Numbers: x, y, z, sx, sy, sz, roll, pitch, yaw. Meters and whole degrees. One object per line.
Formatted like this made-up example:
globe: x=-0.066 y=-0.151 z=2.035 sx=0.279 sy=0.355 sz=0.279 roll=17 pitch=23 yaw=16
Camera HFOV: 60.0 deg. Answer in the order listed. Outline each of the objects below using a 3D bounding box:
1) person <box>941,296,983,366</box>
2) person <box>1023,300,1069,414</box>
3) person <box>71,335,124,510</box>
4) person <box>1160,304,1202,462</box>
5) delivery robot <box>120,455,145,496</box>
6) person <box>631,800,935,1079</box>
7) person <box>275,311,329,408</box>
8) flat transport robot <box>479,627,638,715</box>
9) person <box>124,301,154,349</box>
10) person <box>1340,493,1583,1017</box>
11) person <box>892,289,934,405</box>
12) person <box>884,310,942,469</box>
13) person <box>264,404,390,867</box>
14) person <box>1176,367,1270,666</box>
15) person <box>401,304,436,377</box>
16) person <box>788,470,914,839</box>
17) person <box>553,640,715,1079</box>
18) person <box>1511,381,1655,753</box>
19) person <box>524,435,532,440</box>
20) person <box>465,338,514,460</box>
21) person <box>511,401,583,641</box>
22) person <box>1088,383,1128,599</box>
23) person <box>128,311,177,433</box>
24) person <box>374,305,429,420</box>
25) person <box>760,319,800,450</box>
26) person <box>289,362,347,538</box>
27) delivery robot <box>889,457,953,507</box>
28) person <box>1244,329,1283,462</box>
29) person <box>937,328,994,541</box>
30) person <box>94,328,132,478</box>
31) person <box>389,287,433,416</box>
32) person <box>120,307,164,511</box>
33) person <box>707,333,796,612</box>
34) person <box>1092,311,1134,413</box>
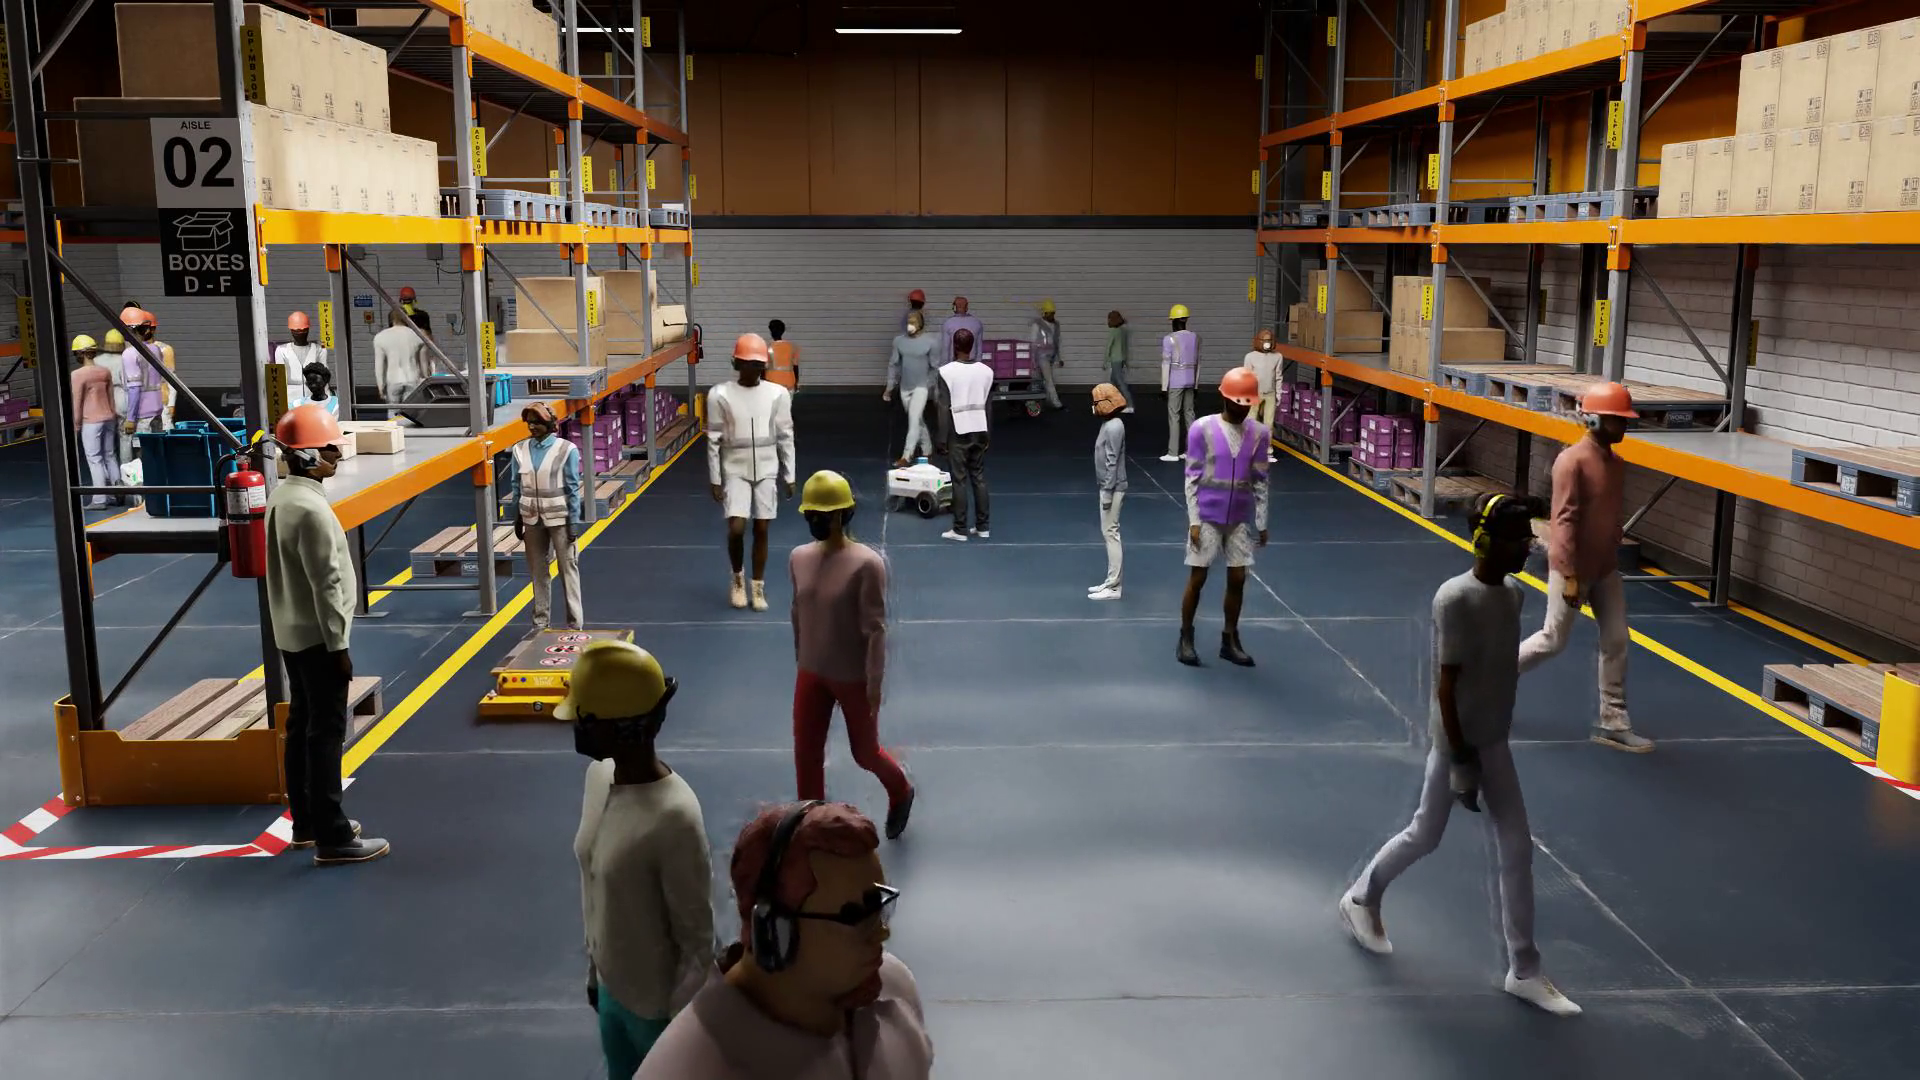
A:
person: x=0.010 y=-2.520 z=23.749 sx=0.643 sy=1.913 sz=0.410 roll=-5 pitch=11 yaw=-25
person: x=1.339 y=-2.882 z=26.179 sx=0.913 sy=1.775 sz=0.612 roll=9 pitch=13 yaw=40
person: x=-8.708 y=-1.178 z=16.708 sx=0.360 sy=1.755 sz=0.524 roll=2 pitch=10 yaw=11
person: x=2.690 y=-1.917 z=20.376 sx=0.588 sy=1.918 sz=0.396 roll=-6 pitch=12 yaw=-32
delivery robot: x=-8.256 y=-0.647 z=16.828 sx=0.477 sy=0.478 sz=0.707 roll=-7 pitch=12 yaw=-35
person: x=-0.249 y=1.299 z=2.539 sx=0.536 sy=1.889 sz=0.646 roll=6 pitch=12 yaw=28
person: x=-7.056 y=-1.483 z=17.898 sx=0.542 sy=1.938 sz=0.358 roll=-4 pitch=11 yaw=-22
flat transport robot: x=-2.382 y=0.767 z=10.004 sx=0.652 sy=0.197 sz=1.431 roll=0 pitch=10 yaw=-1
person: x=-11.423 y=-2.379 z=23.095 sx=0.520 sy=1.865 sz=0.327 roll=-1 pitch=10 yaw=-7
person: x=1.799 y=0.717 z=6.015 sx=0.525 sy=1.826 sz=0.972 roll=-7 pitch=12 yaw=-33
person: x=-0.805 y=-3.139 z=27.206 sx=0.747 sy=1.918 sz=0.550 roll=-4 pitch=11 yaw=-22
person: x=-0.535 y=-1.787 z=19.756 sx=0.629 sy=1.889 sz=1.036 roll=6 pitch=12 yaw=30
person: x=-2.774 y=0.409 z=7.194 sx=0.381 sy=1.994 sz=0.620 roll=-8 pitch=13 yaw=-38
person: x=1.671 y=-0.144 z=10.507 sx=0.612 sy=1.908 sz=0.519 roll=-3 pitch=11 yaw=-16
person: x=-7.210 y=-2.172 z=21.955 sx=1.005 sy=1.870 sz=0.585 roll=5 pitch=11 yaw=27
person: x=-0.490 y=0.546 z=7.141 sx=0.527 sy=1.738 sz=0.804 roll=6 pitch=12 yaw=31
person: x=-0.772 y=1.098 z=4.004 sx=0.330 sy=1.765 sz=0.526 roll=-8 pitch=13 yaw=-37
person: x=3.279 y=0.121 z=8.914 sx=0.622 sy=1.963 sz=0.921 roll=-7 pitch=12 yaw=-35
person: x=-5.396 y=-2.036 z=21.270 sx=0.622 sy=1.837 sz=0.428 roll=-7 pitch=12 yaw=-33
person: x=-5.793 y=-1.844 z=20.334 sx=0.632 sy=1.787 sz=0.690 roll=4 pitch=11 yaw=21
person: x=-2.753 y=-0.112 z=11.110 sx=0.515 sy=1.634 sz=0.311 roll=3 pitch=11 yaw=16
person: x=1.113 y=-0.369 z=12.568 sx=0.299 sy=1.623 sz=0.503 roll=0 pitch=10 yaw=0
person: x=-8.795 y=-1.519 z=18.091 sx=0.542 sy=1.939 sz=0.364 roll=1 pitch=10 yaw=5
person: x=-6.800 y=-1.903 z=20.310 sx=0.641 sy=1.917 sz=0.476 roll=-4 pitch=11 yaw=-23
person: x=-2.349 y=-2.013 z=21.541 sx=0.558 sy=1.684 sz=0.426 roll=-6 pitch=12 yaw=-29
person: x=-5.295 y=-0.633 z=13.826 sx=0.541 sy=1.696 sz=0.316 roll=-1 pitch=10 yaw=-5
delivery robot: x=-0.364 y=-0.572 z=16.412 sx=0.707 sy=0.478 sz=0.477 roll=8 pitch=13 yaw=39
person: x=3.679 y=-1.746 z=20.240 sx=0.493 sy=1.627 sz=0.284 roll=-2 pitch=10 yaw=-10
person: x=0.059 y=-0.949 z=15.036 sx=0.594 sy=1.906 sz=0.419 roll=-7 pitch=12 yaw=-35
person: x=-9.446 y=-1.494 z=18.591 sx=0.496 sy=1.719 sz=0.602 roll=-4 pitch=11 yaw=-19
person: x=-8.422 y=-2.875 z=25.529 sx=0.657 sy=1.986 sz=0.392 roll=-2 pitch=10 yaw=-12
person: x=-8.056 y=-1.262 z=16.370 sx=0.375 sy=2.043 sz=0.610 roll=0 pitch=10 yaw=-2
person: x=-1.492 y=-0.477 z=12.026 sx=0.621 sy=2.027 sz=0.442 roll=-3 pitch=11 yaw=-18
person: x=2.424 y=-2.803 z=26.226 sx=0.870 sy=1.578 sz=0.512 roll=7 pitch=13 yaw=36
